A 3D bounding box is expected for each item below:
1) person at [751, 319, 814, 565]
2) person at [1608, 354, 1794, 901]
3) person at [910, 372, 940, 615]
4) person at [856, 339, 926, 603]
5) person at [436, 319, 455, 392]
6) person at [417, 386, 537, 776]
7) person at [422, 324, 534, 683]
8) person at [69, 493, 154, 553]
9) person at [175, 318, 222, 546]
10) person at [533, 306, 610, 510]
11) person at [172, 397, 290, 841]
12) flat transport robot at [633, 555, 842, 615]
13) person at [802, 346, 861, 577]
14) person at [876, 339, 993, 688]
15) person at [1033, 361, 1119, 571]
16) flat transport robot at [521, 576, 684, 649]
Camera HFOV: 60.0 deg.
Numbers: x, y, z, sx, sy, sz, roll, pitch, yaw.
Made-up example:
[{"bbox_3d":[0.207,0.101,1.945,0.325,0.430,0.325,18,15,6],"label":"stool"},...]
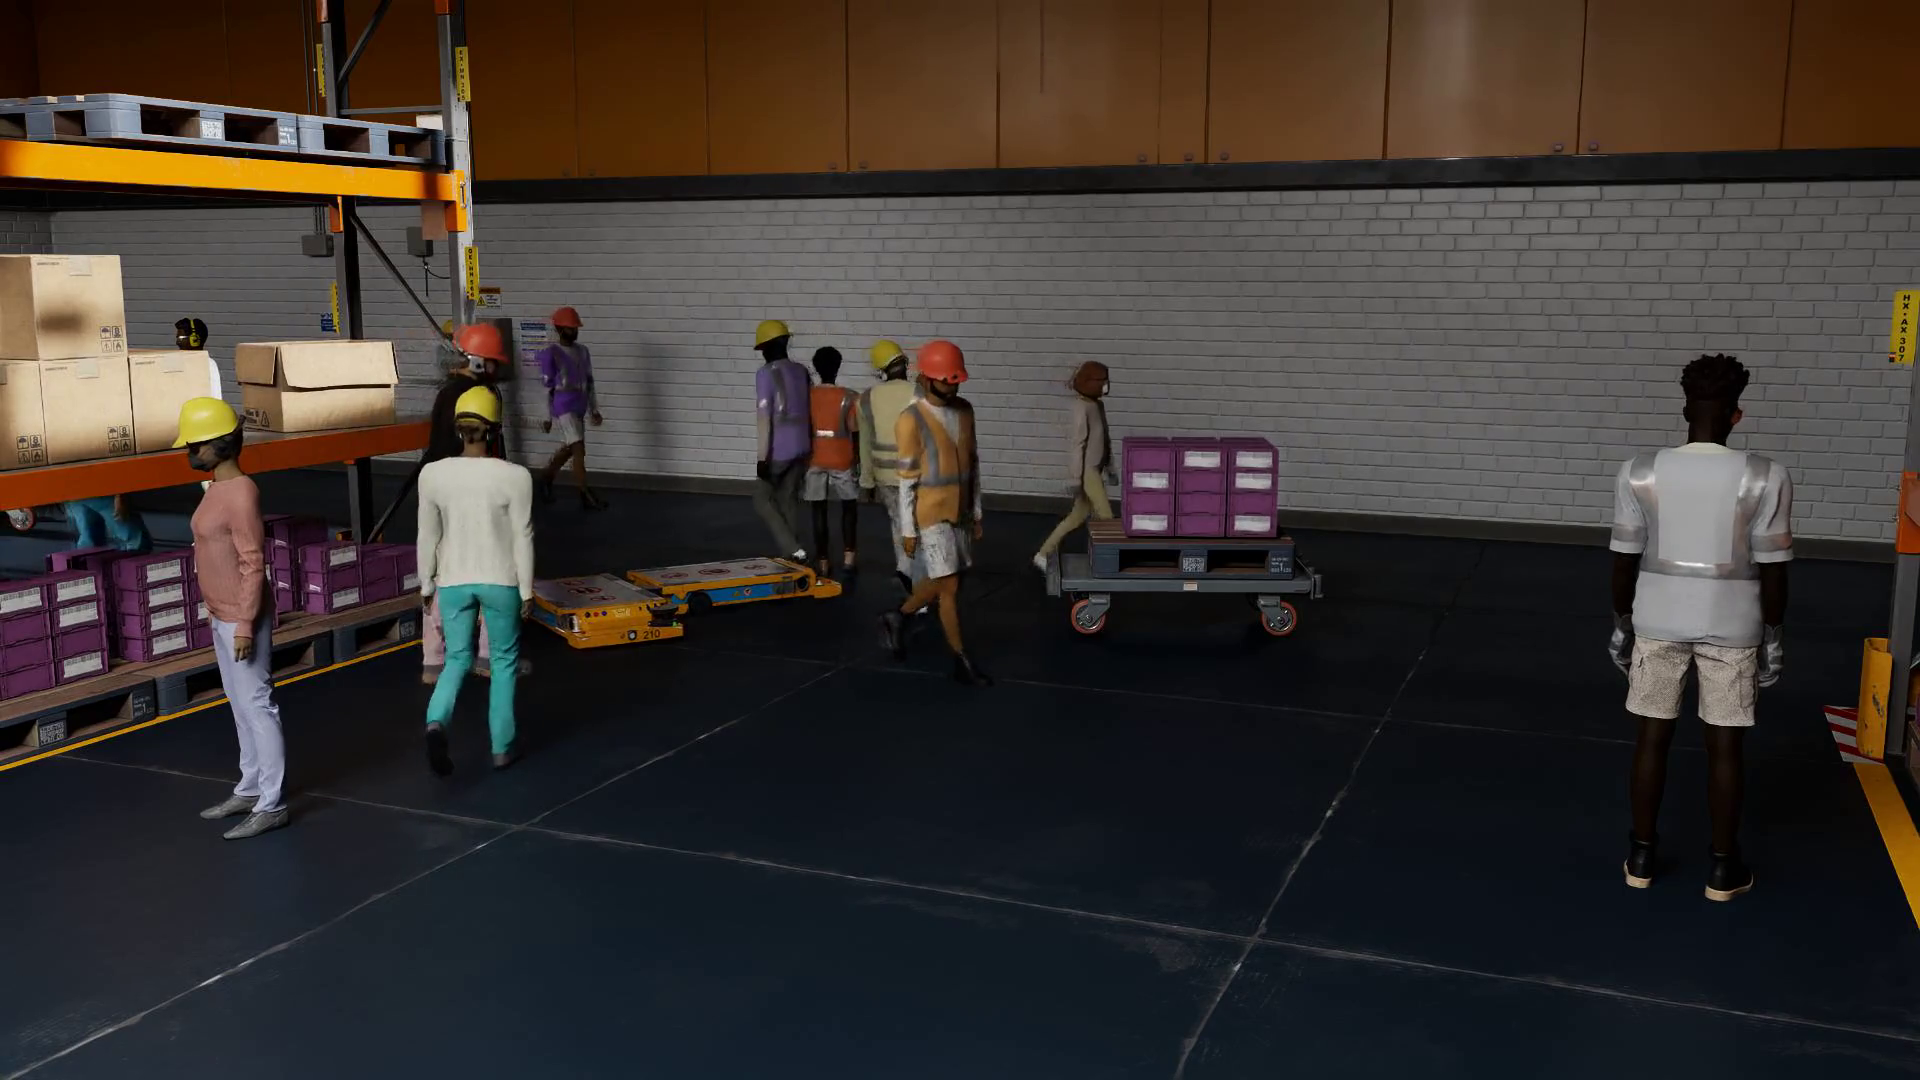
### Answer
[{"bbox_3d":[-1.289,-0.635,11.947,0.497,1.883,0.641,6,11,33],"label":"person"},{"bbox_3d":[2.653,0.314,5.990,0.602,1.958,0.381,6,11,32],"label":"person"},{"bbox_3d":[-0.221,-0.319,10.946,0.506,1.593,0.861,0,9,-3],"label":"person"},{"bbox_3d":[-0.368,-0.431,11.022,0.611,1.786,0.580,4,10,23],"label":"person"},{"bbox_3d":[-5.026,-1.338,16.660,0.303,1.740,0.485,7,12,36],"label":"person"},{"bbox_3d":[-2.147,0.206,7.300,0.531,1.749,0.620,0,9,3],"label":"person"},{"bbox_3d":[-2.639,-0.188,9.043,0.709,1.947,0.707,-7,12,-35],"label":"person"},{"bbox_3d":[-5.180,-0.288,10.011,0.612,1.826,0.463,5,11,28],"label":"person"},{"bbox_3d":[-6.006,-0.829,13.219,0.316,1.861,0.514,-4,10,-22],"label":"person"},{"bbox_3d":[-3.713,-1.243,15.621,0.950,1.908,0.545,5,11,27],"label":"person"},{"bbox_3d":[-2.908,0.309,6.629,0.327,1.760,0.523,-7,12,-36],"label":"person"},{"bbox_3d":[-1.580,0.297,11.194,1.431,0.197,0.652,-6,11,-31],"label":"flat transport robot"},{"bbox_3d":[-0.962,-0.576,12.178,0.546,1.684,0.443,1,9,4],"label":"person"},{"bbox_3d":[-0.178,-0.153,9.045,0.774,1.893,0.605,8,12,41],"label":"person"},{"bbox_3d":[0.890,-0.480,11.866,0.809,1.602,0.498,3,10,16],"label":"person"},{"bbox_3d":[-2.315,0.423,10.430,0.652,0.197,1.431,-6,11,-31],"label":"flat transport robot"}]
